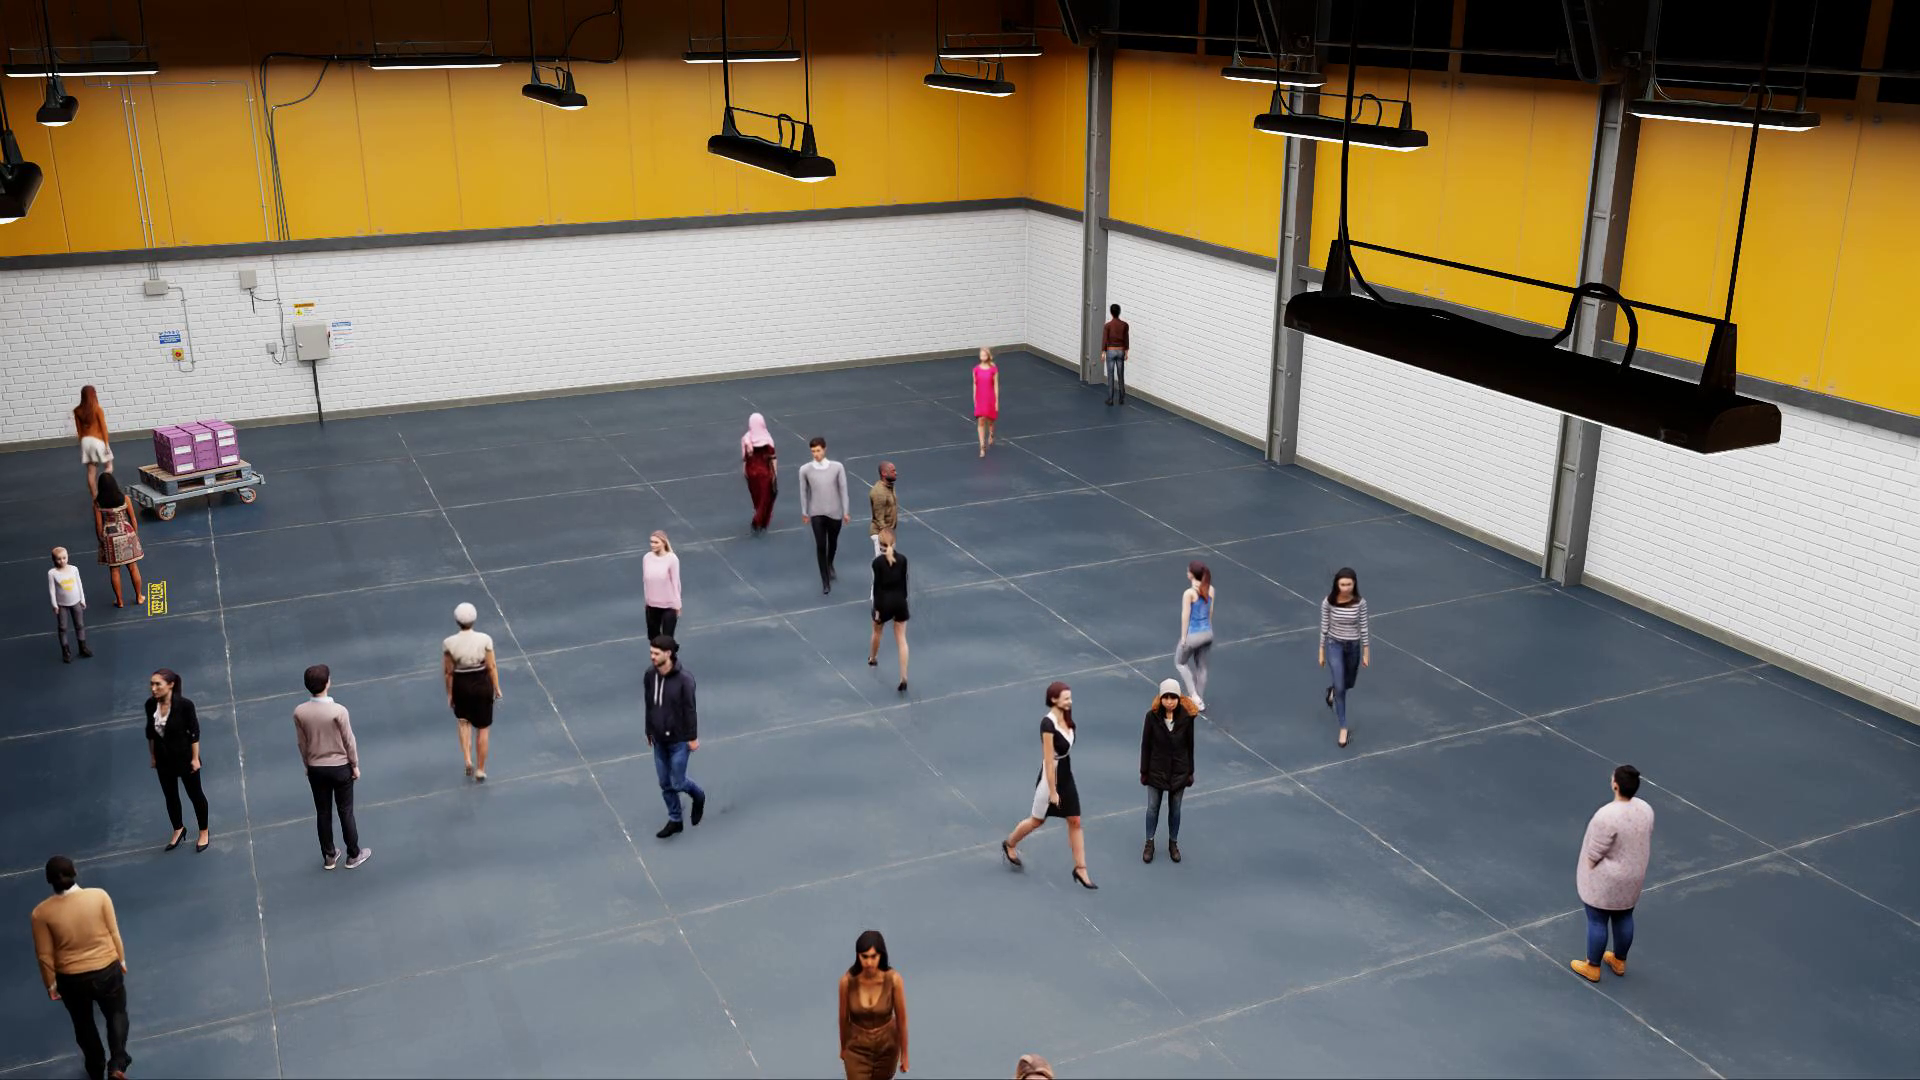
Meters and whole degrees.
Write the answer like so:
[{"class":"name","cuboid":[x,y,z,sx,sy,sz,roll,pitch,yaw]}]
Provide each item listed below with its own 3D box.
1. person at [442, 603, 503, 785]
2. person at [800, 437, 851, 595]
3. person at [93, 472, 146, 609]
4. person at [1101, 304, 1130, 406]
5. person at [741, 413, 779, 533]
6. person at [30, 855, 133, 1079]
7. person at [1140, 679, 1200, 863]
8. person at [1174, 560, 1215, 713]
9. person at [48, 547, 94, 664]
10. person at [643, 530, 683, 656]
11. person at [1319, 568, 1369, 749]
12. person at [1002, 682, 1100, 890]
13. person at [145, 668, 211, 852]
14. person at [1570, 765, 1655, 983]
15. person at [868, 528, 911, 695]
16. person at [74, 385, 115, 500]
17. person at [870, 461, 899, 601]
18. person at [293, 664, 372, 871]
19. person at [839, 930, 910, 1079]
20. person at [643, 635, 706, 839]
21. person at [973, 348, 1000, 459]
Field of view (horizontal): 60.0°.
[{"class":"person","cuboid":[-4.479,1.452,15.276,0.718,1.742,0.759,-3,19,-8]},{"class":"person","cuboid":[-1.637,-0.343,20.411,0.978,1.866,1.366,-3,19,-9]},{"class":"person","cuboid":[-10.026,-0.015,19.783,0.679,1.645,0.571,-12,22,-31]},{"class":"person","cuboid":[2.737,-3.264,29.224,0.694,1.778,0.599,-4,19,-11]},{"class":"person","cuboid":[-2.714,-0.889,22.434,1.010,1.608,1.110,5,19,14]},{"class":"person","cuboid":[-5.750,2.901,10.979,0.673,1.737,0.960,-10,21,-27]},{"class":"person","cuboid":[1.750,1.930,14.025,0.727,1.634,0.741,0,19,1]},{"class":"person","cuboid":[2.441,0.999,16.843,0.588,1.600,0.624,-10,21,-27]},{"class":"person","cuboid":[-9.810,0.684,18.282,0.552,1.279,0.578,-17,25,-41]},{"class":"person","cuboid":[-3.108,0.673,17.689,0.848,1.677,0.913,6,20,18]},{"class":"person","cuboid":[3.746,1.102,16.280,0.968,1.764,1.158,2,19,5]},{"class":"person","cuboid":[0.685,2.004,13.617,1.198,1.755,1.037,10,21,27]},{"class":"person","cuboid":[-6.675,1.861,14.185,0.696,1.662,0.716,2,19,6]},{"class":"person","cuboid":[4.853,2.446,12.321,0.702,1.743,0.643,-6,20,-18]},{"class":"person","cuboid":[-0.695,0.773,17.338,0.612,1.711,1.132,-8,20,-22]},{"class":"person","cuboid":[-12.297,-1.315,23.555,0.724,1.702,0.749,-2,19,-6]},{"class":"person","cuboid":[-0.895,-0.063,19.658,0.852,1.816,0.744,3,19,10]},{"class":"person","cuboid":[-5.258,1.889,13.870,0.707,1.810,0.706,1,19,2]},{"class":"person","cuboid":[-0.537,3.152,10.389,0.828,1.638,1.123,-1,19,-4]},{"class":"person","cuboid":[-2.433,1.672,14.412,0.890,1.875,0.945,11,21,29]},{"class":"person","cuboid":[0.432,-2.183,26.144,0.936,1.693,1.081,3,19,9]}]
